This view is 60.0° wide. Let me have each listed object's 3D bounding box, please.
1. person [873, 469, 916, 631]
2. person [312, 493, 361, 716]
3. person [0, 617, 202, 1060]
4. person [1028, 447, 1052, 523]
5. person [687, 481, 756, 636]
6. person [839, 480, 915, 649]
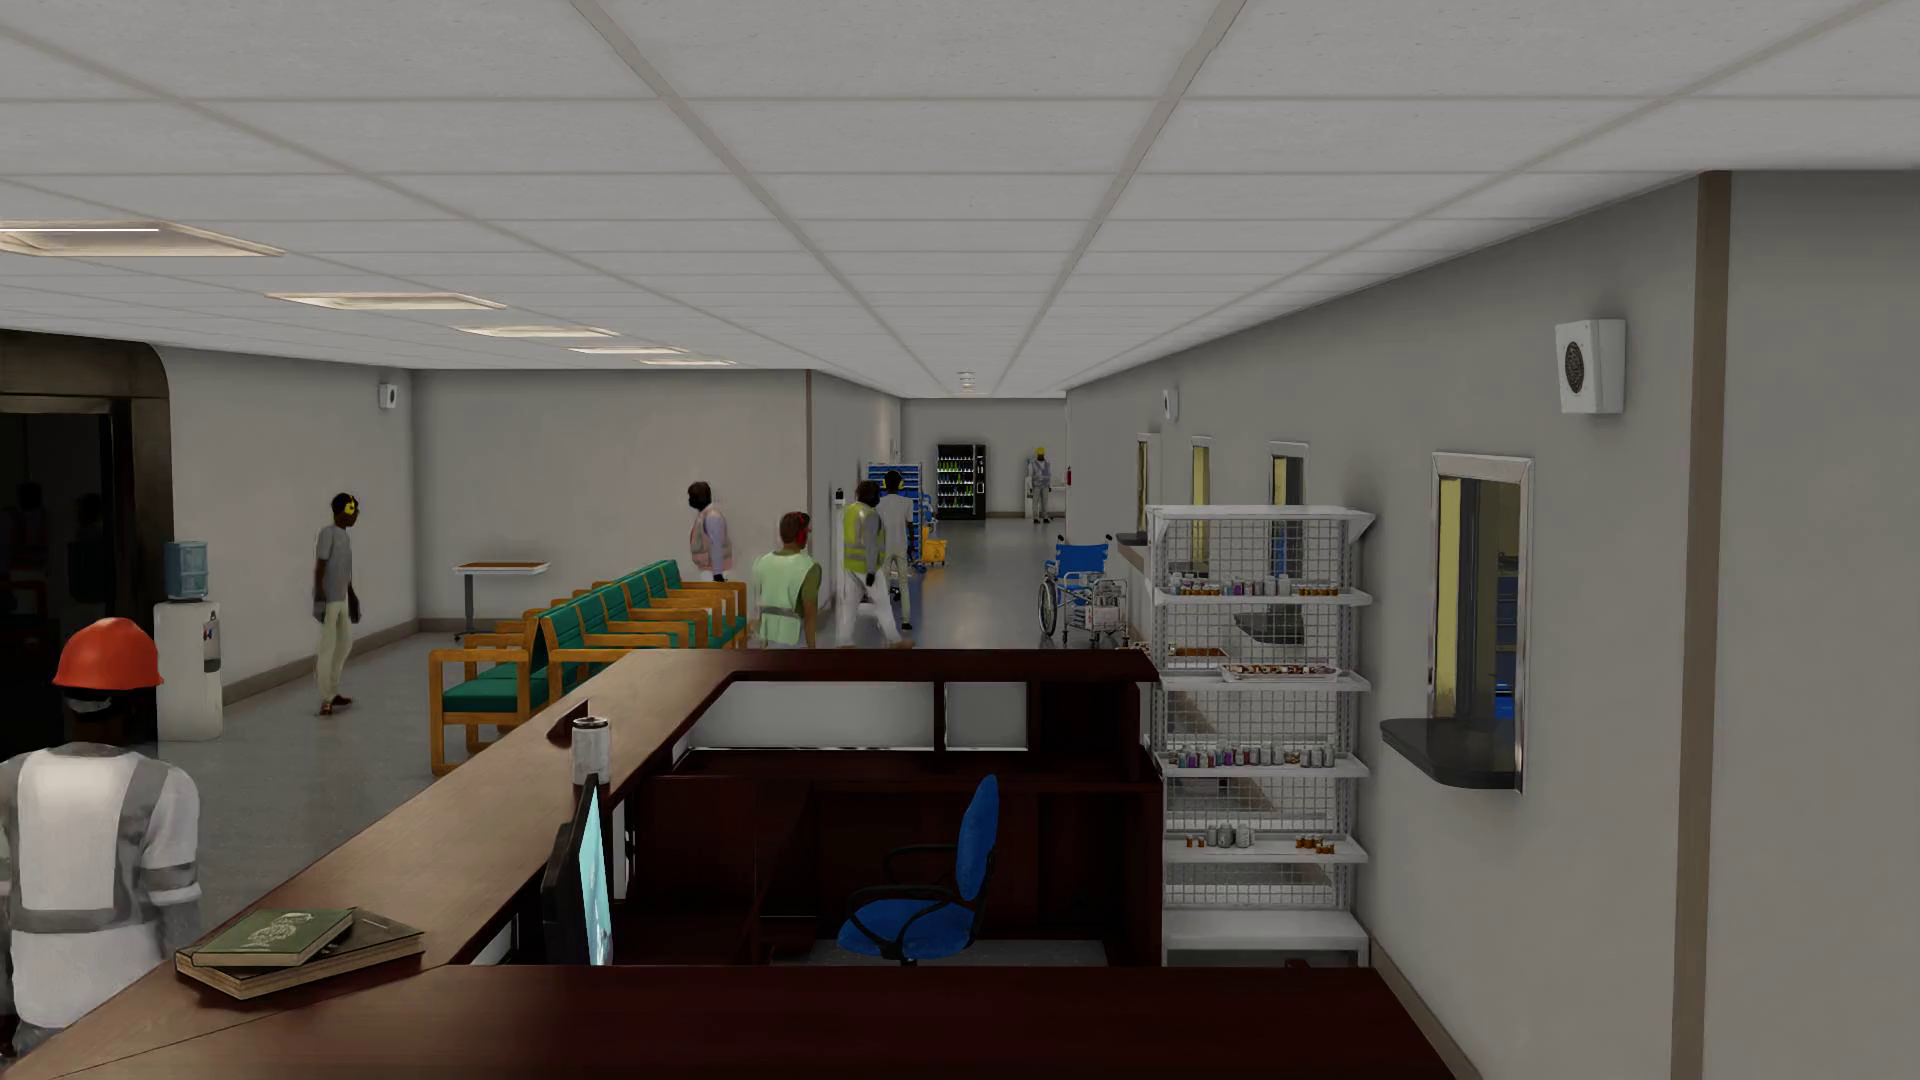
[{"bbox_3d":[-0.765,0.124,19.136,0.509,1.870,0.329,0,4,-3],"label":"person"},{"bbox_3d":[-5.194,0.530,13.791,0.333,1.831,0.653,0,4,2],"label":"person"},{"bbox_3d":[-2.230,1.164,4.218,0.567,1.917,0.702,0,4,-3],"label":"person"},{"bbox_3d":[1.905,-1.299,39.436,0.601,1.828,0.403,-2,5,-26],"label":"person"},{"bbox_3d":[-2.513,0.284,17.359,0.645,1.812,0.642,-1,4,-16],"label":"person"},{"bbox_3d":[-0.894,0.288,17.252,0.890,1.802,0.645,-2,5,-31],"label":"person"}]
